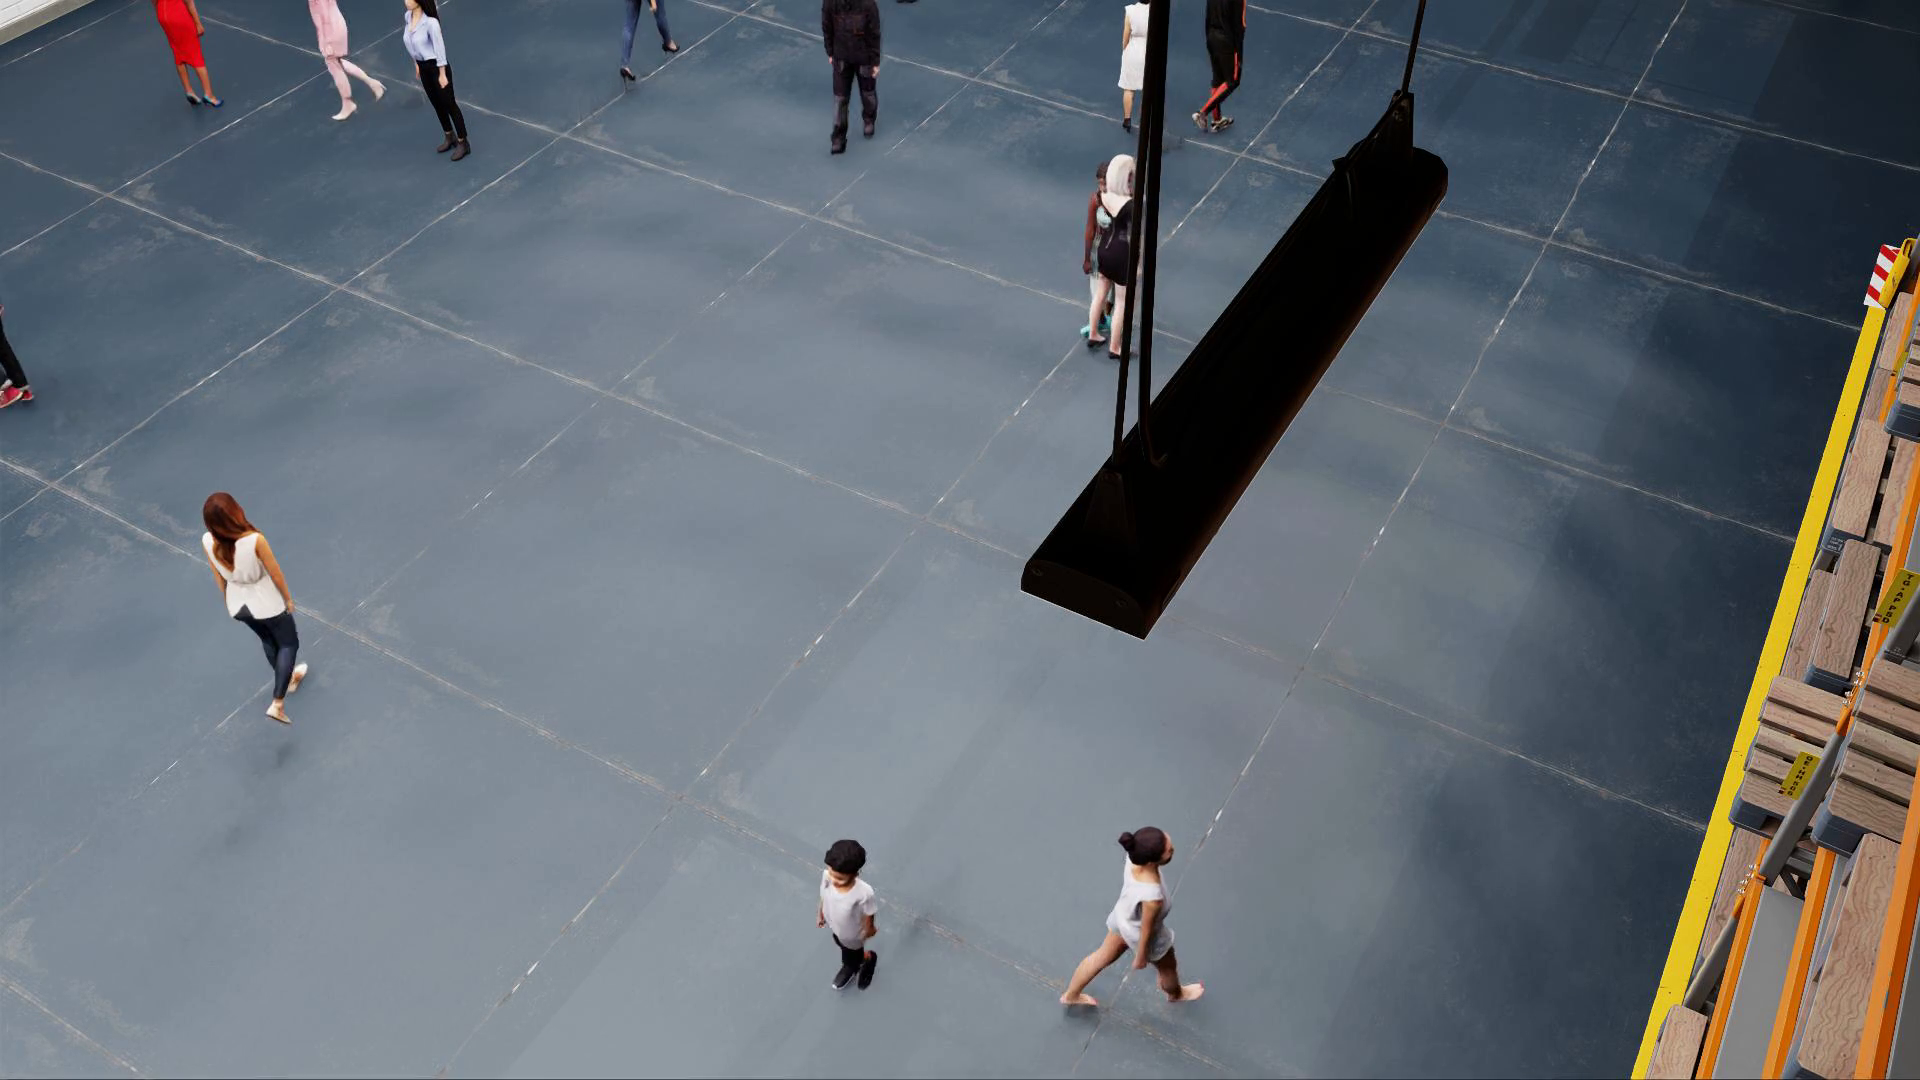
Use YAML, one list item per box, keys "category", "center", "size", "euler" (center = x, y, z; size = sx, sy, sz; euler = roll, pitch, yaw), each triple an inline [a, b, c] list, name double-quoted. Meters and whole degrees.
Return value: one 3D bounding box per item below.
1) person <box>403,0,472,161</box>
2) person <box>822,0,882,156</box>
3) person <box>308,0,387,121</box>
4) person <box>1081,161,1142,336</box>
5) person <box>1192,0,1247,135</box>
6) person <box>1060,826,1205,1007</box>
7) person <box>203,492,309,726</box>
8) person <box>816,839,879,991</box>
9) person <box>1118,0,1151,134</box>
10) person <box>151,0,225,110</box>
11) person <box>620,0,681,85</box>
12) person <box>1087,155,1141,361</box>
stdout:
- category: "person"
  center: [-4.911, -4.398, 15.577]
  size: [0.653, 1.744, 0.581]
  euler: [27, 50, 25]
- category: "person"
  center: [-0.969, -4.603, 15.757]
  size: [1.017, 1.791, 1.242]
  euler: [5, 44, 5]
- category: "person"
  center: [-5.993, -4.902, 16.075]
  size: [0.947, 1.787, 0.890]
  euler: [-10, 44, -10]
- category: "person"
  center: [1.237, -2.335, 13.449]
  size: [0.748, 1.692, 0.799]
  euler: [-10, 44, -10]
- category: "person"
  center: [2.445, -4.683, 15.841]
  size: [0.960, 1.792, 0.846]
  euler: [-27, 50, -25]
- category: "person"
  center: [0.877, 2.077, 8.908]
  size: [1.080, 1.568, 1.039]
  euler: [-8, 44, -9]
- category: "person"
  center: [-4.442, 0.465, 10.455]
  size: [0.838, 1.768, 0.999]
  euler: [2, 44, 2]
- category: "person"
  center: [-0.583, 2.035, 9.183]
  size: [0.508, 1.249, 0.510]
  euler: [27, 50, 25]
- category: "person"
  center: [1.744, -4.651, 15.979]
  size: [0.630, 1.555, 0.634]
  euler: [5, 44, 5]
- category: "person"
  center: [-7.656, -5.053, 16.265]
  size: [0.631, 1.743, 0.597]
  euler: [9, 44, 10]
- category: "person"
  center: [-3.254, -5.411, 16.650]
  size: [0.619, 1.730, 1.176]
  euler: [22, 48, 21]
- category: "person"
  center: [1.226, -2.248, 13.261]
  size: [0.616, 1.825, 0.649]
  euler: [-31, 52, -29]
